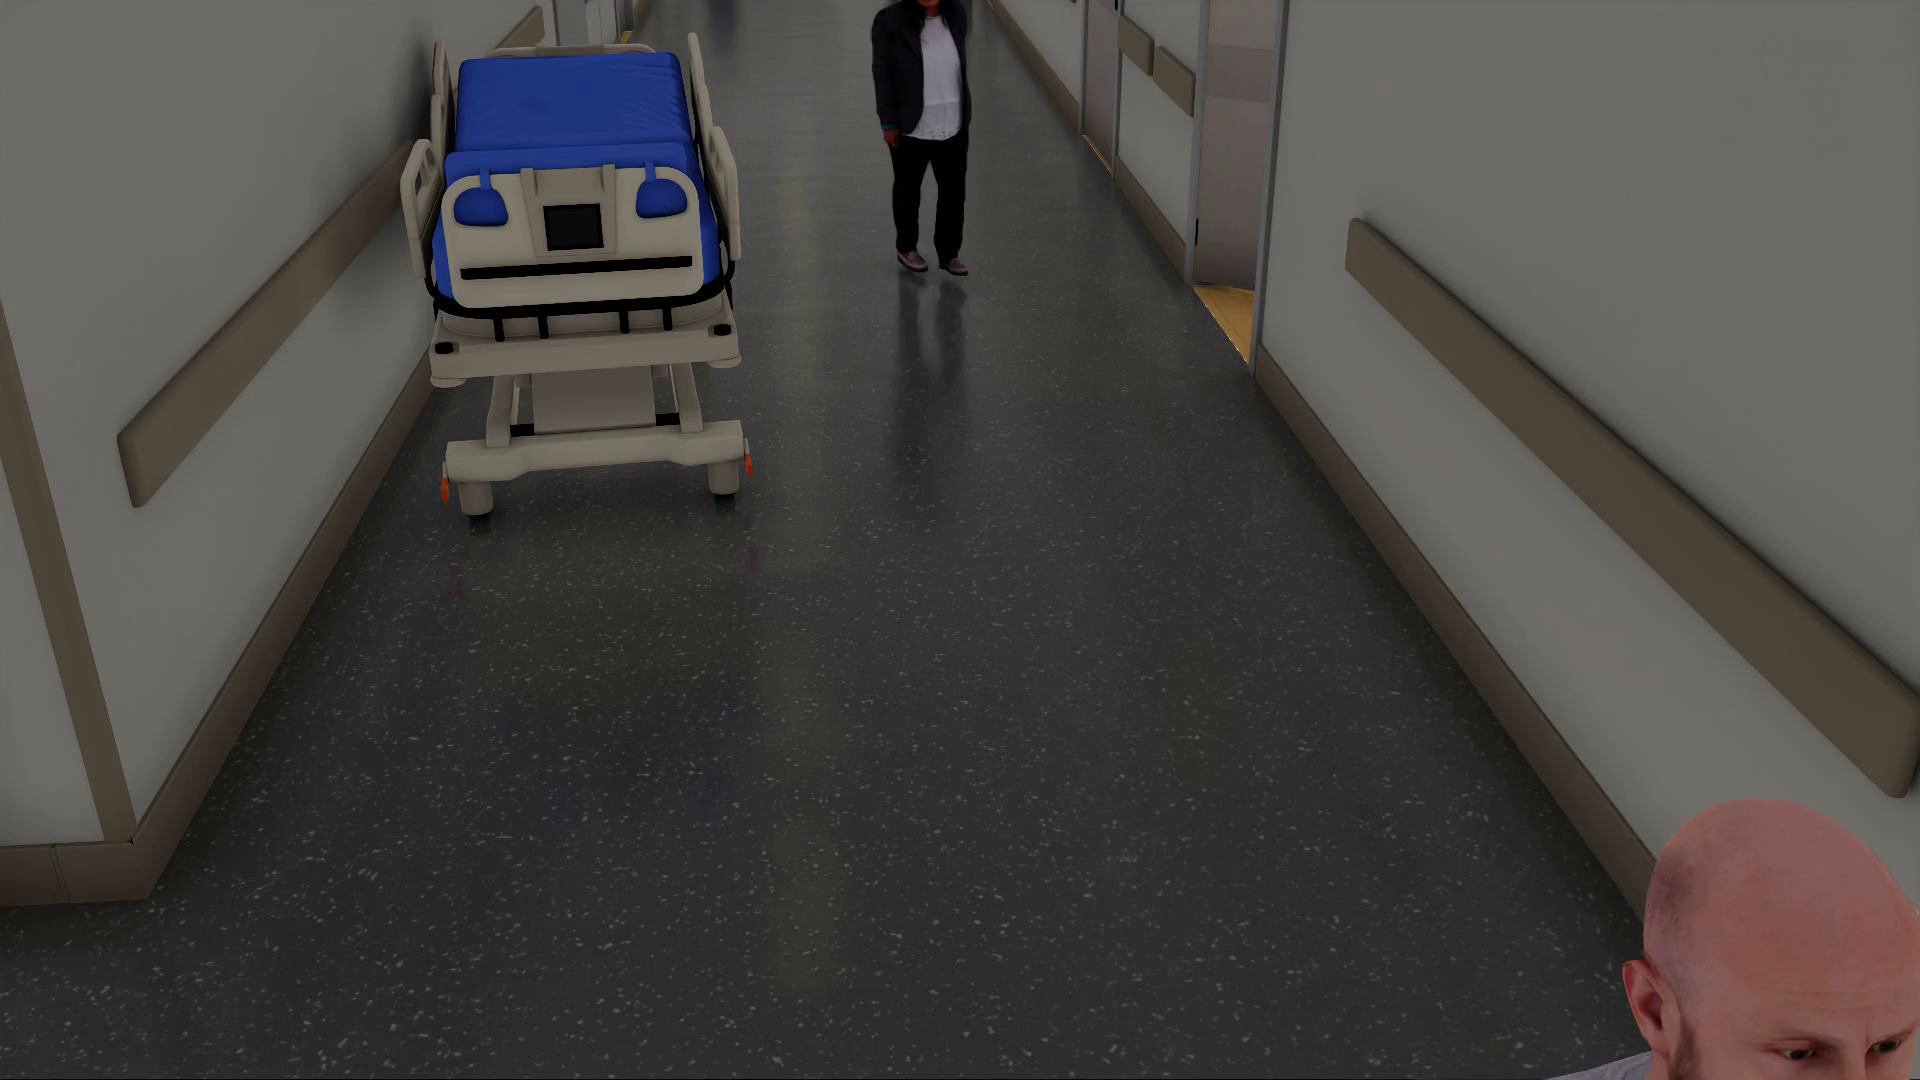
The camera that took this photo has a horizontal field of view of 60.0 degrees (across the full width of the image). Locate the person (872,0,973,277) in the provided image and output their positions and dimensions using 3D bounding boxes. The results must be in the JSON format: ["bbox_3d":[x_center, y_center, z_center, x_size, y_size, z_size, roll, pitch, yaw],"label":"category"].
[{"bbox_3d":[-0.184,-2.075,8.156,0.808,1.571,0.860,-15,30,-29],"label":"person"}]

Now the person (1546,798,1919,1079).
[{"bbox_3d":[0.542,0.972,1.575,1.024,1.799,0.755,-3,26,-6],"label":"person"}]
